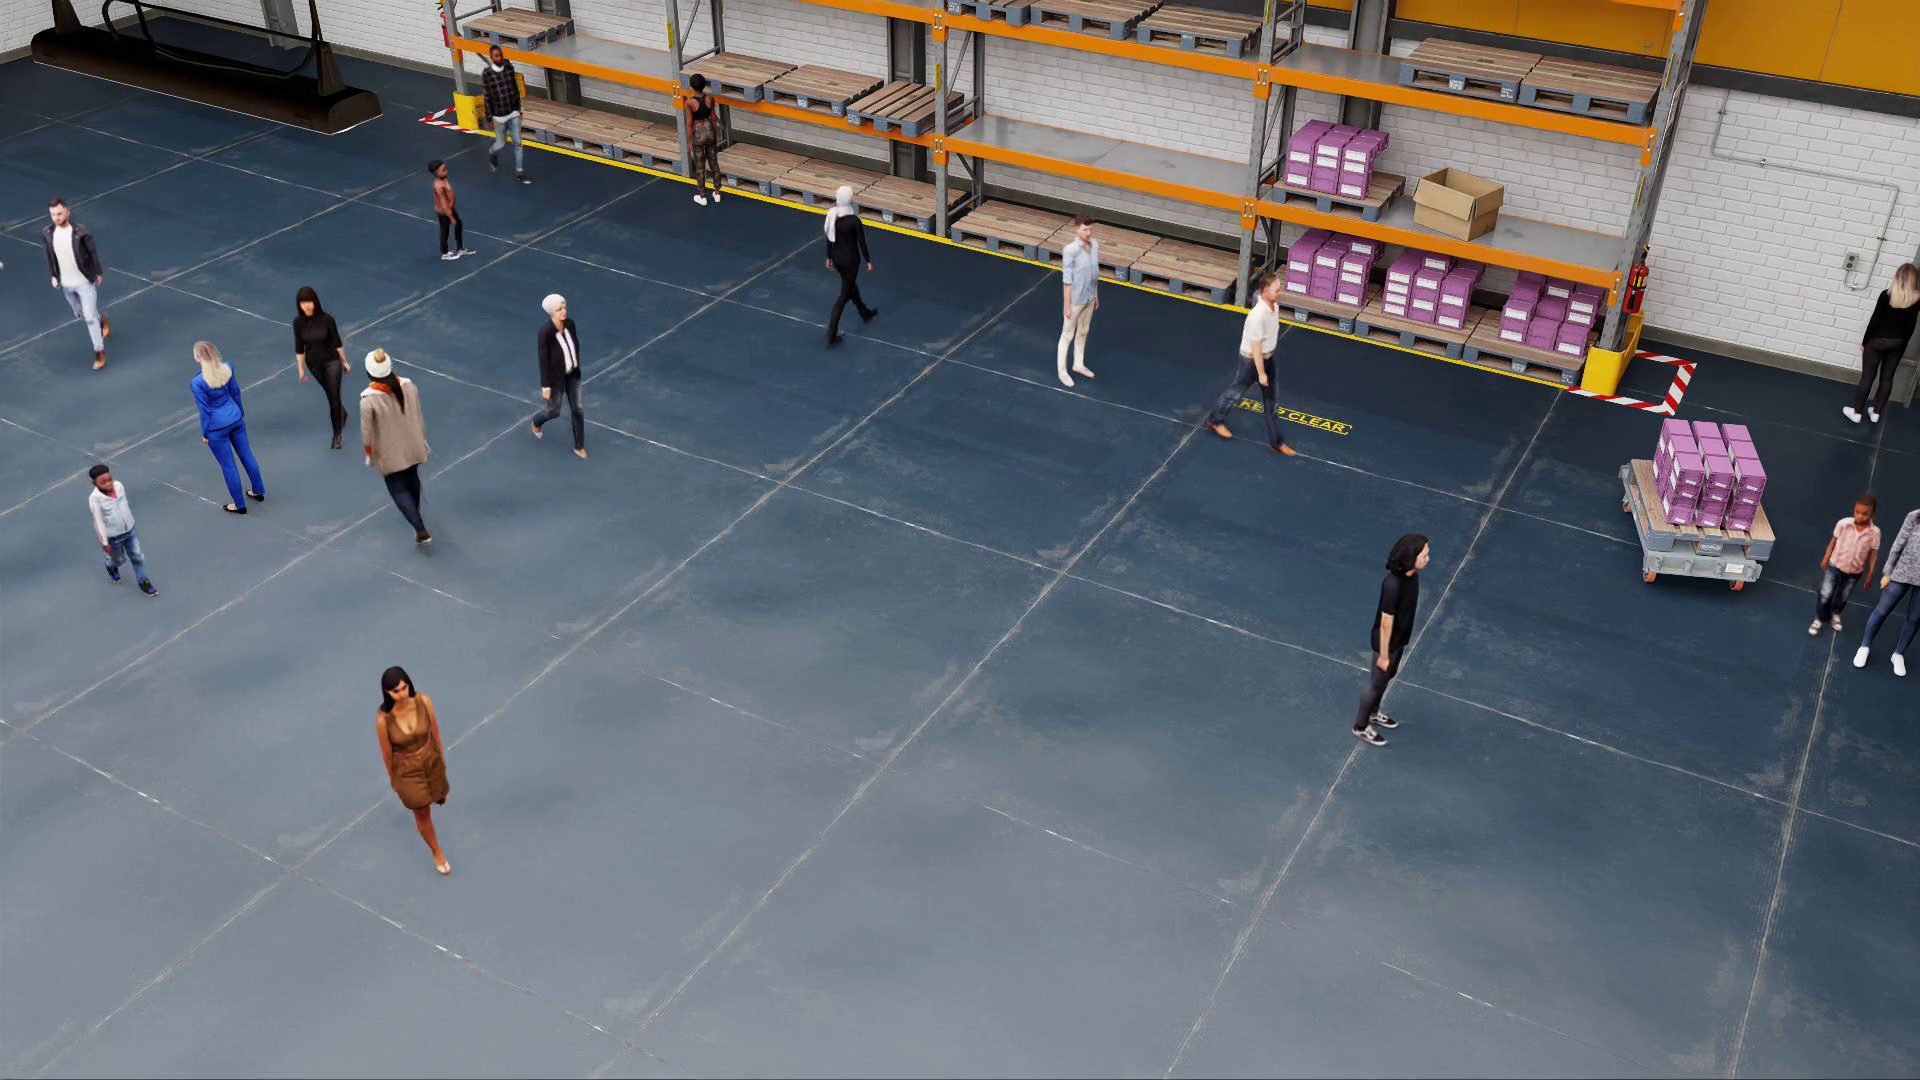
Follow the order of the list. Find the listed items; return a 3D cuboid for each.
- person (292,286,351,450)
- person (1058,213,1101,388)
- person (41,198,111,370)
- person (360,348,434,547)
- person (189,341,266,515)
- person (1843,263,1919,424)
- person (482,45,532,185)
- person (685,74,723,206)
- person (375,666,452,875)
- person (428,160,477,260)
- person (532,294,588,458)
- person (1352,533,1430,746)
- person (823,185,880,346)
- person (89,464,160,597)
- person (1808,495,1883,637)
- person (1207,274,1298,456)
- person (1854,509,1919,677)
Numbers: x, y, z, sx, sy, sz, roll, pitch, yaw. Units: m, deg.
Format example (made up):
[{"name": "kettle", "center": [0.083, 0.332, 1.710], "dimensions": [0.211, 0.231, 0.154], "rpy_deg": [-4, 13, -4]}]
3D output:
[{"name": "person", "center": [-6.218, -1.749, 16.283], "dimensions": [1.083, 1.599, 1.070], "rpy_deg": [-4, 34, -6]}, {"name": "person", "center": [1.238, -2.513, 17.209], "dimensions": [0.713, 1.846, 0.652], "rpy_deg": [-26, 42, -34]}, {"name": "person", "center": [-9.344, -2.777, 17.638], "dimensions": [1.133, 1.812, 1.102], "rpy_deg": [-3, 34, -5]}, {"name": "person", "center": [-4.921, -0.803, 14.608], "dimensions": [0.890, 1.877, 1.141], "rpy_deg": [-29, 43, -36]}, {"name": "person", "center": [-6.680, -1.040, 15.124], "dimensions": [0.561, 1.701, 0.633], "rpy_deg": [15, 37, 21]}, {"name": "person", "center": [9.185, -1.942, 16.496], "dimensions": [0.610, 1.685, 0.739], "rpy_deg": [4, 34, 6]}, {"name": "person", "center": [-6.050, -5.641, 21.957], "dimensions": [0.886, 1.800, 1.126], "rpy_deg": [-27, 42, -34]}, {"name": "person", "center": [-3.288, -5.143, 21.297], "dimensions": [0.659, 1.700, 0.678], "rpy_deg": [-18, 38, -25]}, {"name": "person", "center": [-3.722, 1.518, 11.300], "dimensions": [0.747, 1.673, 0.954], "rpy_deg": [-25, 41, -32]}, {"name": "person", "center": [-6.220, -3.932, 19.890], "dimensions": [0.747, 1.241, 0.679], "rpy_deg": [-1, 34, -2]}, {"name": "person", "center": [-3.930, -1.556, 16.039], "dimensions": [1.070, 1.765, 0.851], "rpy_deg": [25, 41, 32]}, {"name": "person", "center": [3.197, 0.710, 12.378], "dimensions": [0.527, 1.827, 0.641], "rpy_deg": [19, 38, 27]}, {"name": "person", "center": [-1.277, -2.906, 17.910], "dimensions": [1.130, 1.724, 0.780], "rpy_deg": [23, 40, 30]}, {"name": "person", "center": [-7.183, -0.109, 14.134], "dimensions": [0.796, 1.247, 0.510], "rpy_deg": [21, 39, 28]}, {"name": "person", "center": [7.311, 0.162, 13.687], "dimensions": [0.570, 1.291, 0.604], "rpy_deg": [13, 36, 19]}, {"name": "person", "center": [2.763, -1.721, 16.059], "dimensions": [1.324, 1.801, 0.874], "rpy_deg": [28, 42, 35]}, {"name": "person", "center": [7.536, 0.281, 13.109], "dimensions": [0.488, 1.732, 0.689], "rpy_deg": [14, 36, 20]}]
